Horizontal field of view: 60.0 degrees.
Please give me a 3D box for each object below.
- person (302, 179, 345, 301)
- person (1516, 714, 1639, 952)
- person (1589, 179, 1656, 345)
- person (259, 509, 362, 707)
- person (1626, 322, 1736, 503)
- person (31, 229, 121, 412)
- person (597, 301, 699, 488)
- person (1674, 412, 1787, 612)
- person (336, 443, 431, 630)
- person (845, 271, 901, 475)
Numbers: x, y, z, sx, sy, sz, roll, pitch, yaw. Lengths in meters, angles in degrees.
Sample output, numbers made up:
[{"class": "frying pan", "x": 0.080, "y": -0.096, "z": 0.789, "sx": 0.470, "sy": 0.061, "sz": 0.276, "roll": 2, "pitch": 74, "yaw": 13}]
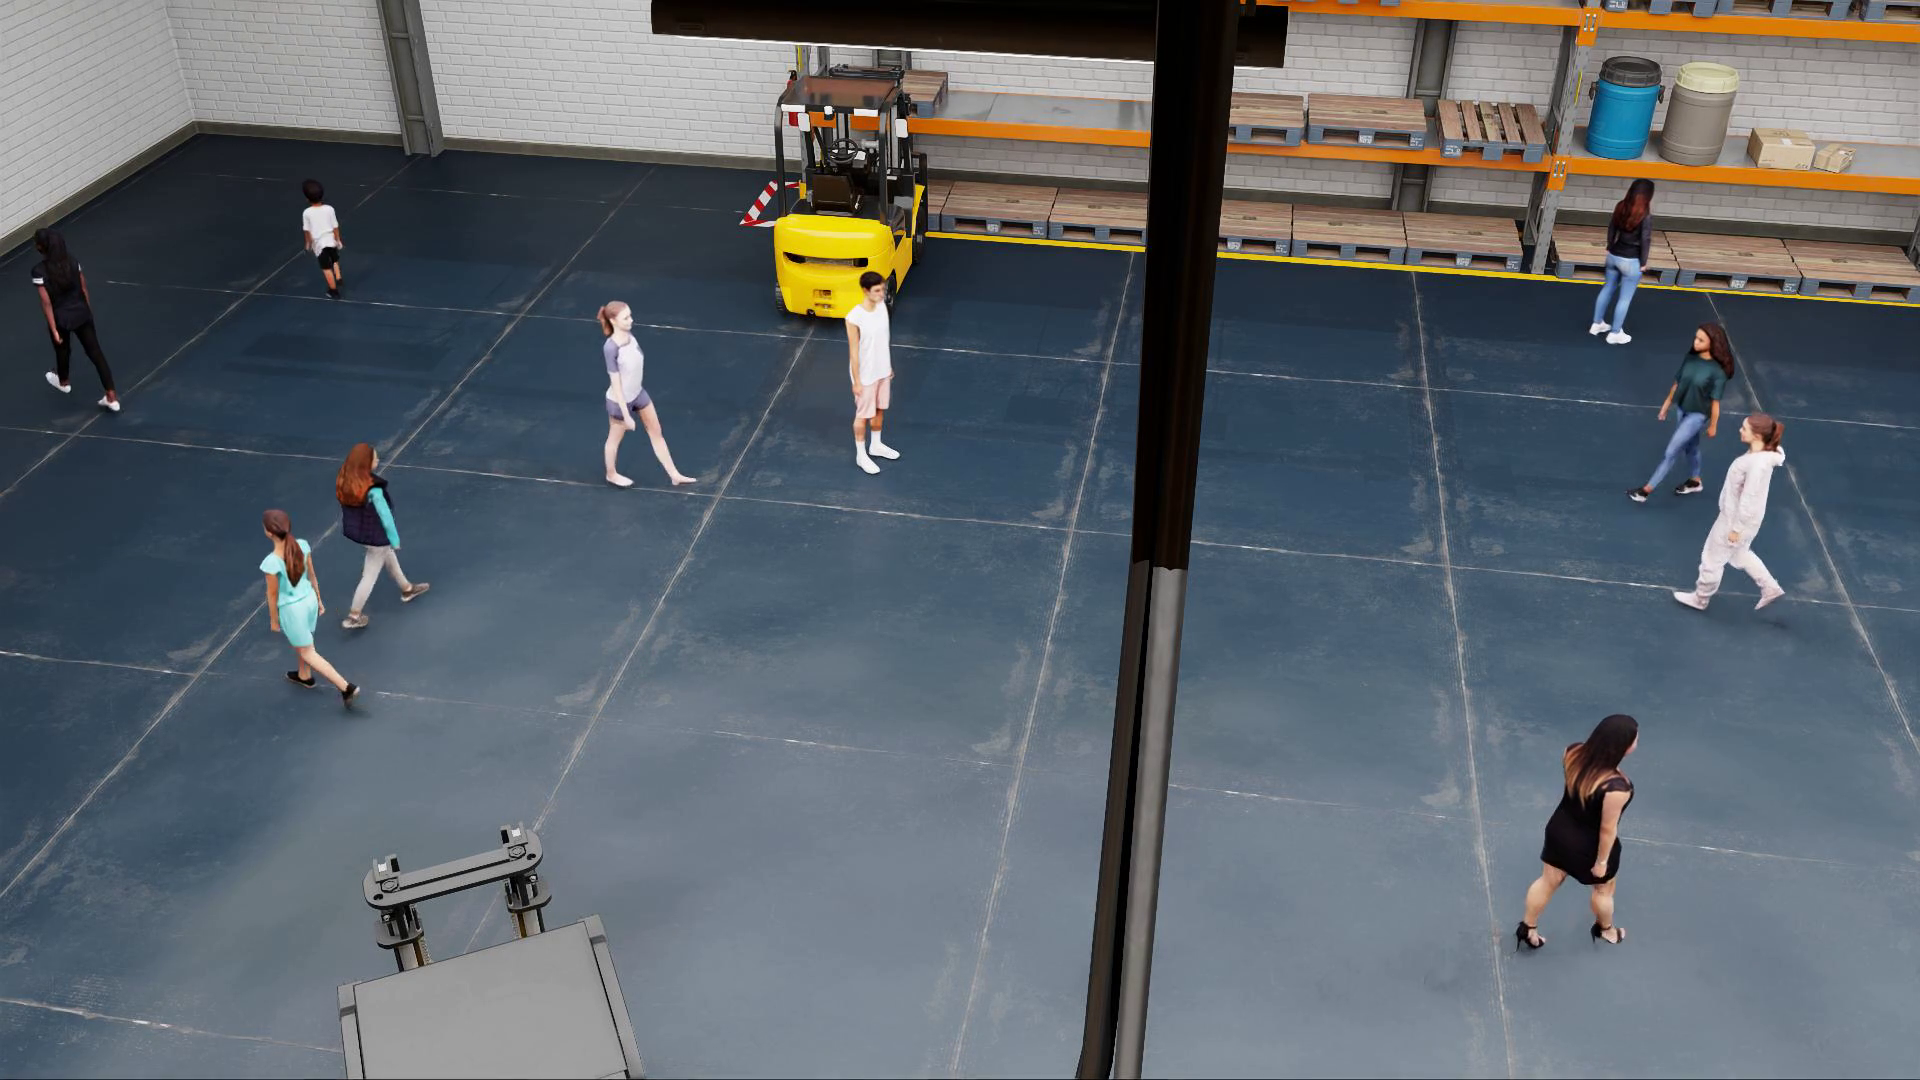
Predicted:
[{"class": "person", "x": -6.453, "y": -3.033, "z": 16.929, "sx": 0.602, "sy": 1.246, "sz": 0.658, "roll": -28, "pitch": 42, "yaw": -35}, {"class": "person", "x": 3.431, "y": 1.716, "z": 9.385, "sx": 1.025, "sy": 1.689, "sz": 0.913, "roll": -10, "pitch": 35, "yaw": -15}, {"class": "person", "x": 6.442, "y": -2.717, "z": 16.104, "sx": 0.757, "sy": 1.634, "sz": 0.732, "roll": -15, "pitch": 36, "yaw": -21}, {"class": "person", "x": -4.483, "y": 0.490, "z": 11.370, "sx": 1.075, "sy": 1.533, "sz": 0.763, "roll": 16, "pitch": 37, "yaw": 22}, {"class": "person", "x": 6.067, "y": -1.034, "z": 13.619, "sx": 1.122, "sy": 1.583, "sz": 0.900, "roll": -10, "pitch": 35, "yaw": -14}, {"class": "person", "x": -7.883, "y": -1.930, "z": 14.868, "sx": 1.224, "sy": 1.692, "sz": 0.958, "roll": 20, "pitch": 39, "yaw": 27}, {"class": "person", "x": -2.826, "y": -1.167, "z": 13.687, "sx": 1.085, "sy": 1.728, "sz": 0.701, "roll": 11, "pitch": 35, "yaw": 16}, {"class": "person", "x": 5.815, "y": -0.144, "z": 12.200, "sx": 1.047, "sy": 1.670, "sz": 0.853, "roll": 19, "pitch": 38, "yaw": 26}, {"class": "person", "x": -4.365, "y": -0.003, "z": 12.175, "sx": 1.015, "sy": 1.463, "sz": 0.954, "roll": 24, "pitch": 41, "yaw": 32}, {"class": "person", "x": -0.763, "y": -1.443, "z": 14.050, "sx": 0.717, "sy": 1.787, "sz": 0.722, "roll": 21, "pitch": 39, "yaw": 29}]
